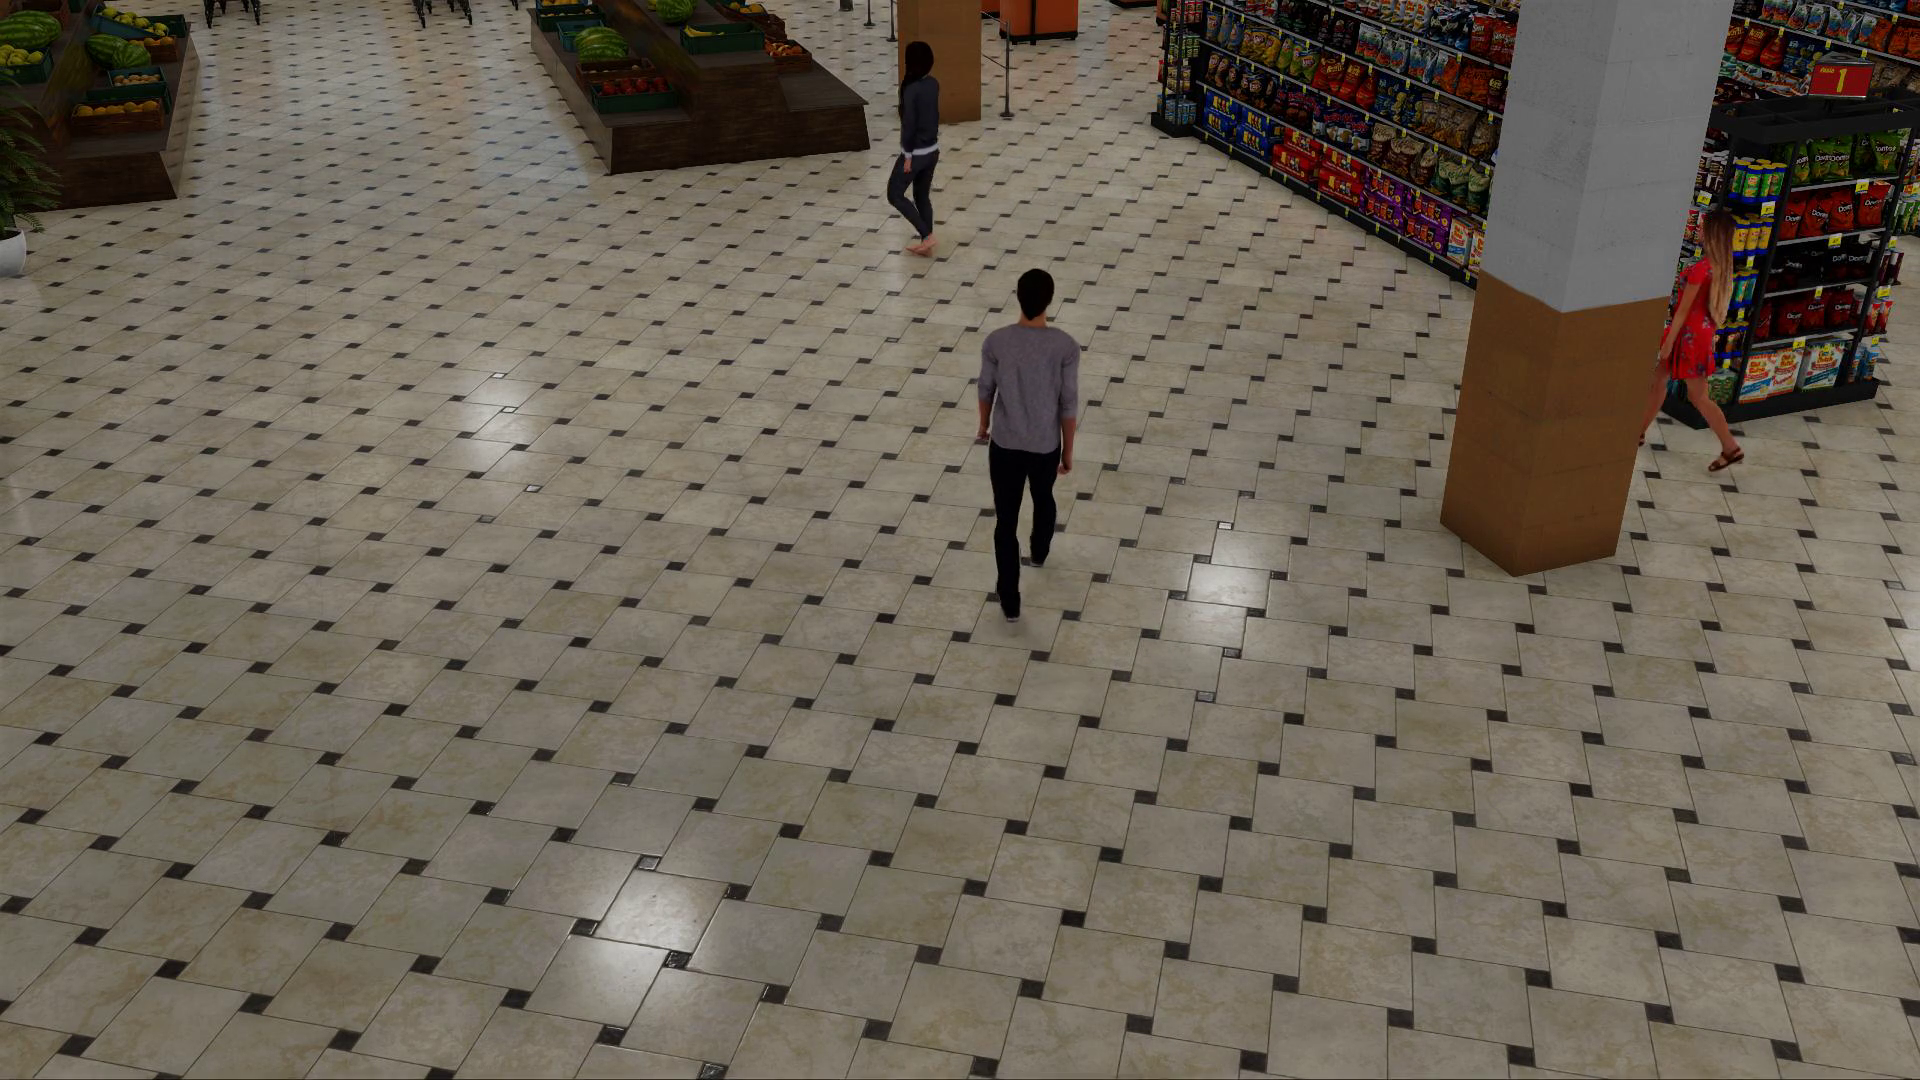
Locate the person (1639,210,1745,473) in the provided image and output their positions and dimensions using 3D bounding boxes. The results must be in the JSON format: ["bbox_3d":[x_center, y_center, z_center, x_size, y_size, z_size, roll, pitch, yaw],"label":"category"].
[{"bbox_3d":[4.544,-1.180,10.139,1.148,1.548,0.891,23,36,36],"label":"person"}]

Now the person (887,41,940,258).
[{"bbox_3d":[-0.268,-3.127,13.486,0.830,1.757,0.777,17,33,28],"label":"person"}]

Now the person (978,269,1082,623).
[{"bbox_3d":[0.326,-0.441,8.526,0.931,1.798,1.254,-1,29,-1],"label":"person"}]
